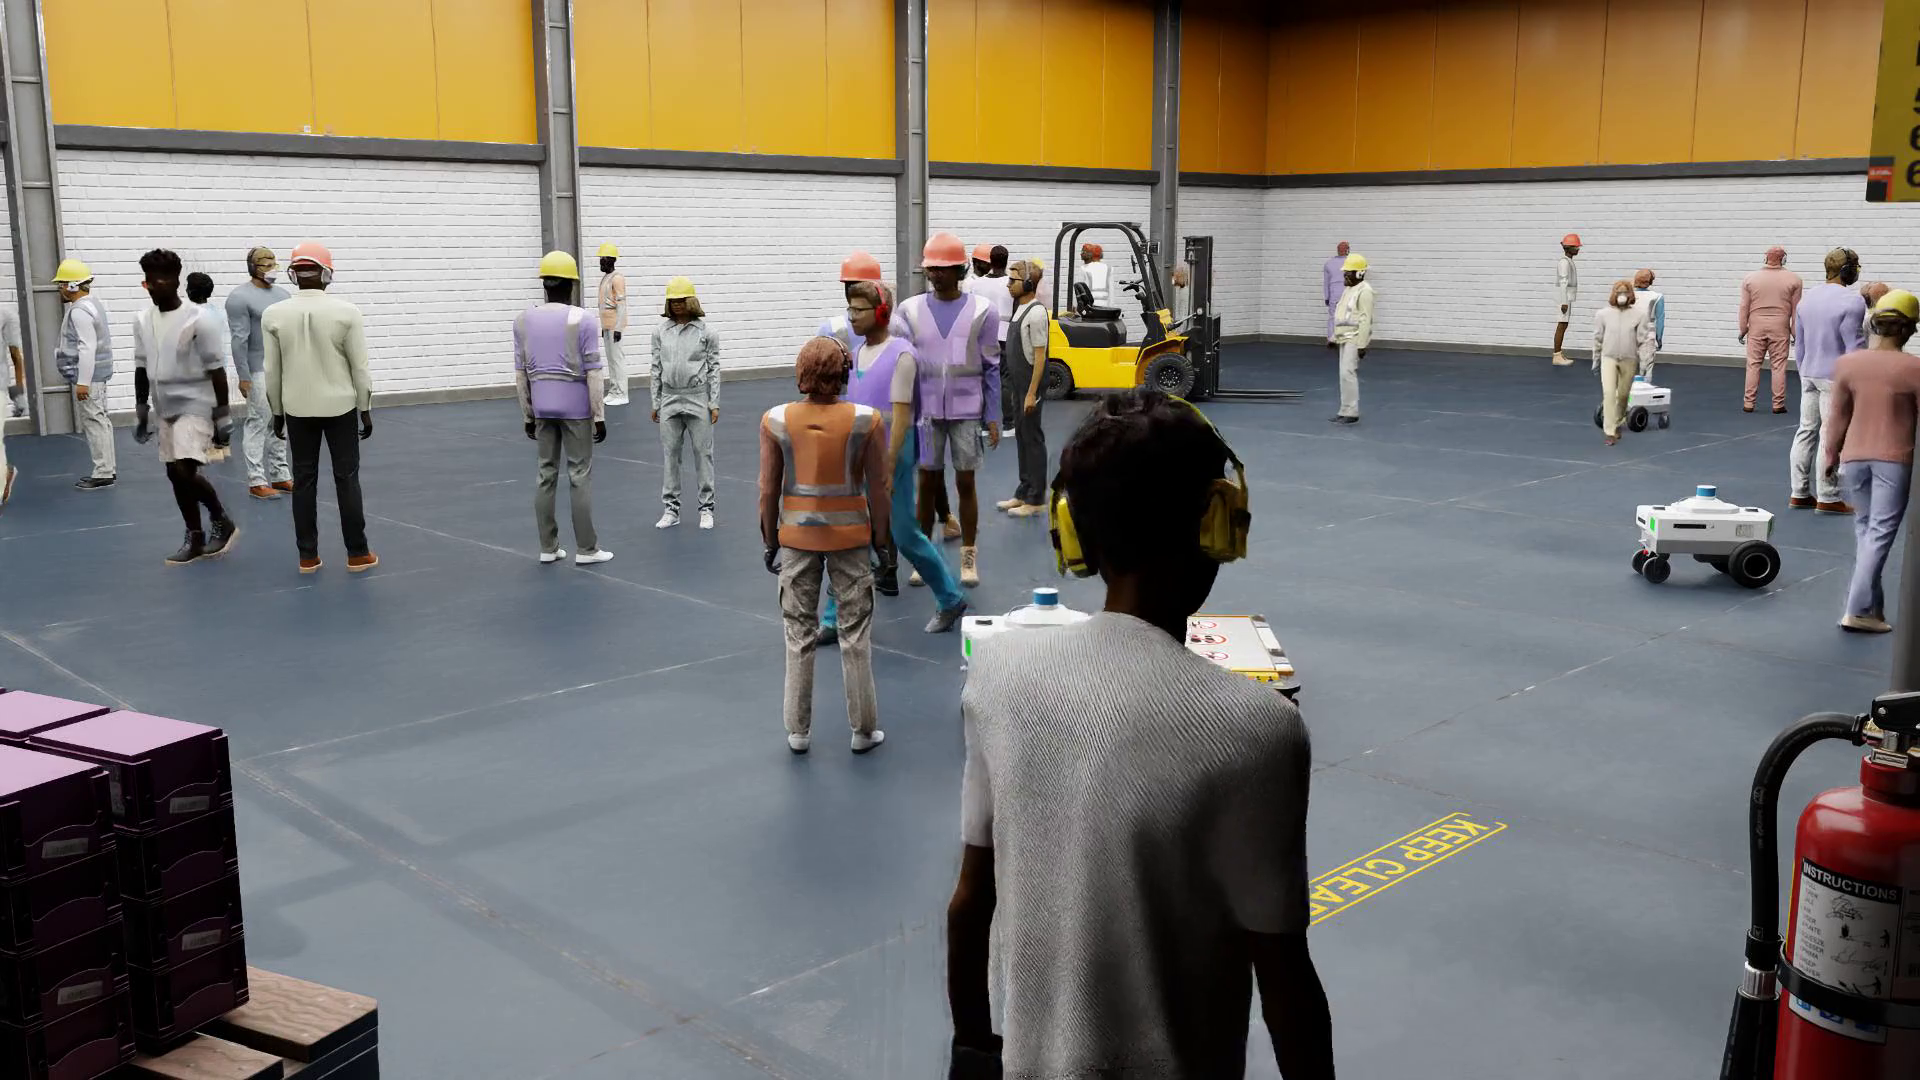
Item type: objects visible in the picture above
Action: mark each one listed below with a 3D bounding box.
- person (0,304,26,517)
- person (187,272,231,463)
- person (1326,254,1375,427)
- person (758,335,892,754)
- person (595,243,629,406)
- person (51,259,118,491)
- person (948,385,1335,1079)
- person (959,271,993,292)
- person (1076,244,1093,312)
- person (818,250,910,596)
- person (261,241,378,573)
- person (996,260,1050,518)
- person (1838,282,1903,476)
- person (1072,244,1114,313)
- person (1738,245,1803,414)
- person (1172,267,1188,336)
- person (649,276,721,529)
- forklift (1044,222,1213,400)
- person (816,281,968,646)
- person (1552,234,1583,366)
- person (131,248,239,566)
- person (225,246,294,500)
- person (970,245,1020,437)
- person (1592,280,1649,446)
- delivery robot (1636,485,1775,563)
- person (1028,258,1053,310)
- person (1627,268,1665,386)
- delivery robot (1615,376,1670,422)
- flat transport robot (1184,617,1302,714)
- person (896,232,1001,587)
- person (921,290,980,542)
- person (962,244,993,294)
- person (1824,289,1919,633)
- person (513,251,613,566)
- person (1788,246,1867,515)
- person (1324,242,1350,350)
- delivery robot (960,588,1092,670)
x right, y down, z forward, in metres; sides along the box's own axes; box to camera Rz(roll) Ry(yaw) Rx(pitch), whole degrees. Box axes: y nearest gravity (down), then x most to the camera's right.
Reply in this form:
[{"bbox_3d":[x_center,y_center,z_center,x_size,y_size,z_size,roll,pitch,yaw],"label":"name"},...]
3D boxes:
[{"bbox_3d":[-7.012,-1.087,11.977,0.542,1.852,0.672,-1,10,-8],"label":"person"},{"bbox_3d":[-6.719,-1.533,14.841,0.319,1.697,0.533,-1,10,-7],"label":"person"},{"bbox_3d":[4.166,-2.128,17.745,0.442,1.827,0.614,-1,10,-4],"label":"person"},{"bbox_3d":[-0.523,0.028,6.486,0.517,1.639,0.313,1,10,4],"label":"person"},{"bbox_3d":[-4.167,-2.572,19.874,0.362,1.928,0.593,-6,12,-29],"label":"person"},{"bbox_3d":[-6.968,-1.310,13.254,0.403,1.830,0.599,-4,11,-19],"label":"person"},{"bbox_3d":[0.201,0.747,2.010,0.473,1.842,0.625,-8,13,-38],"label":"person"},{"bbox_3d":[0.289,-2.756,21.210,0.629,1.817,0.748,2,11,9],"label":"person"},{"bbox_3d":[2.030,-3.790,26.636,0.355,1.885,0.575,-5,11,-24],"label":"person"},{"bbox_3d":[-0.545,-0.629,9.256,0.545,1.938,0.361,-5,12,-28],"label":"person"},{"bbox_3d":[-3.829,-0.786,9.979,0.609,1.986,0.390,-1,10,-7],"label":"person"},{"bbox_3d":[0.471,-1.085,11.996,0.346,1.847,0.505,-2,11,-12],"label":"person"},{"bbox_3d":[7.614,-1.333,13.926,0.519,1.638,0.325,0,10,1],"label":"person"},{"bbox_3d":[2.087,-3.671,25.998,0.594,1.877,0.441,-4,11,-19],"label":"person"},{"bbox_3d":[9.240,-2.397,18.984,0.651,1.906,0.402,6,12,29],"label":"person"},{"bbox_3d":[2.913,-2.819,22.098,0.796,1.590,0.518,0,10,0],"label":"person"},{"bbox_3d":[-1.899,-0.940,11.479,0.493,1.743,0.295,1,10,5],"label":"person"},{"bbox_3d":[1.935,-2.847,20.651,2.313,2.155,1.214,2,11,13],"label":"forklift"},{"bbox_3d":[-0.363,-0.382,8.274,0.914,1.809,0.565,-8,13,-37],"label":"person"},{"bbox_3d":[9.481,-3.742,25.948,0.382,2.040,0.616,5,11,24],"label":"person"},{"bbox_3d":[-4.741,-0.793,10.129,0.598,1.950,0.433,5,11,24],"label":"person"},{"bbox_3d":[-5.341,-1.287,12.838,0.356,1.938,0.638,3,11,18],"label":"person"},{"bbox_3d":[0.384,-1.996,16.758,0.598,1.917,0.378,5,11,24],"label":"person"},{"bbox_3d":[6.464,-1.753,16.305,0.508,1.599,0.803,3,11,17],"label":"person"},{"bbox_3d":[4.362,-0.077,9.761,0.707,0.478,0.477,1,11,8],"label":"delivery robot"},{"bbox_3d":[1.100,-2.990,22.744,0.614,1.718,0.381,-10,14,-42],"label":"person"},{"bbox_3d":[7.872,-2.317,19.270,0.518,1.639,0.312,7,13,35],"label":"person"},{"bbox_3d":[7.085,-1.476,17.394,0.707,0.478,0.477,-6,12,-29],"label":"delivery robot"},{"bbox_3d":[1.088,0.550,7.373,0.652,0.197,1.431,1,10,3],"label":"flat transport robot"},{"bbox_3d":[-0.081,-0.731,9.552,0.617,2.037,0.417,1,10,7],"label":"person"},{"bbox_3d":[-0.216,-0.812,10.987,0.766,1.655,0.546,0,10,-3],"label":"person"},{"bbox_3d":[0.220,-2.208,17.895,0.374,1.928,0.543,3,11,14],"label":"person"},{"bbox_3d":[4.729,-0.394,8.493,0.483,1.755,0.568,-6,12,-31],"label":"person"},{"bbox_3d":[-2.435,-0.799,10.213,0.585,1.927,0.367,3,11,16],"label":"person"},{"bbox_3d":[6.333,-1.153,12.113,0.372,1.940,0.632,-2,11,-12],"label":"person"},{"bbox_3d":[6.724,-4.285,29.280,0.641,1.908,0.407,6,12,31],"label":"person"},{"bbox_3d":[0.355,0.444,6.923,0.707,0.478,0.477,0,10,1],"label":"delivery robot"}]
